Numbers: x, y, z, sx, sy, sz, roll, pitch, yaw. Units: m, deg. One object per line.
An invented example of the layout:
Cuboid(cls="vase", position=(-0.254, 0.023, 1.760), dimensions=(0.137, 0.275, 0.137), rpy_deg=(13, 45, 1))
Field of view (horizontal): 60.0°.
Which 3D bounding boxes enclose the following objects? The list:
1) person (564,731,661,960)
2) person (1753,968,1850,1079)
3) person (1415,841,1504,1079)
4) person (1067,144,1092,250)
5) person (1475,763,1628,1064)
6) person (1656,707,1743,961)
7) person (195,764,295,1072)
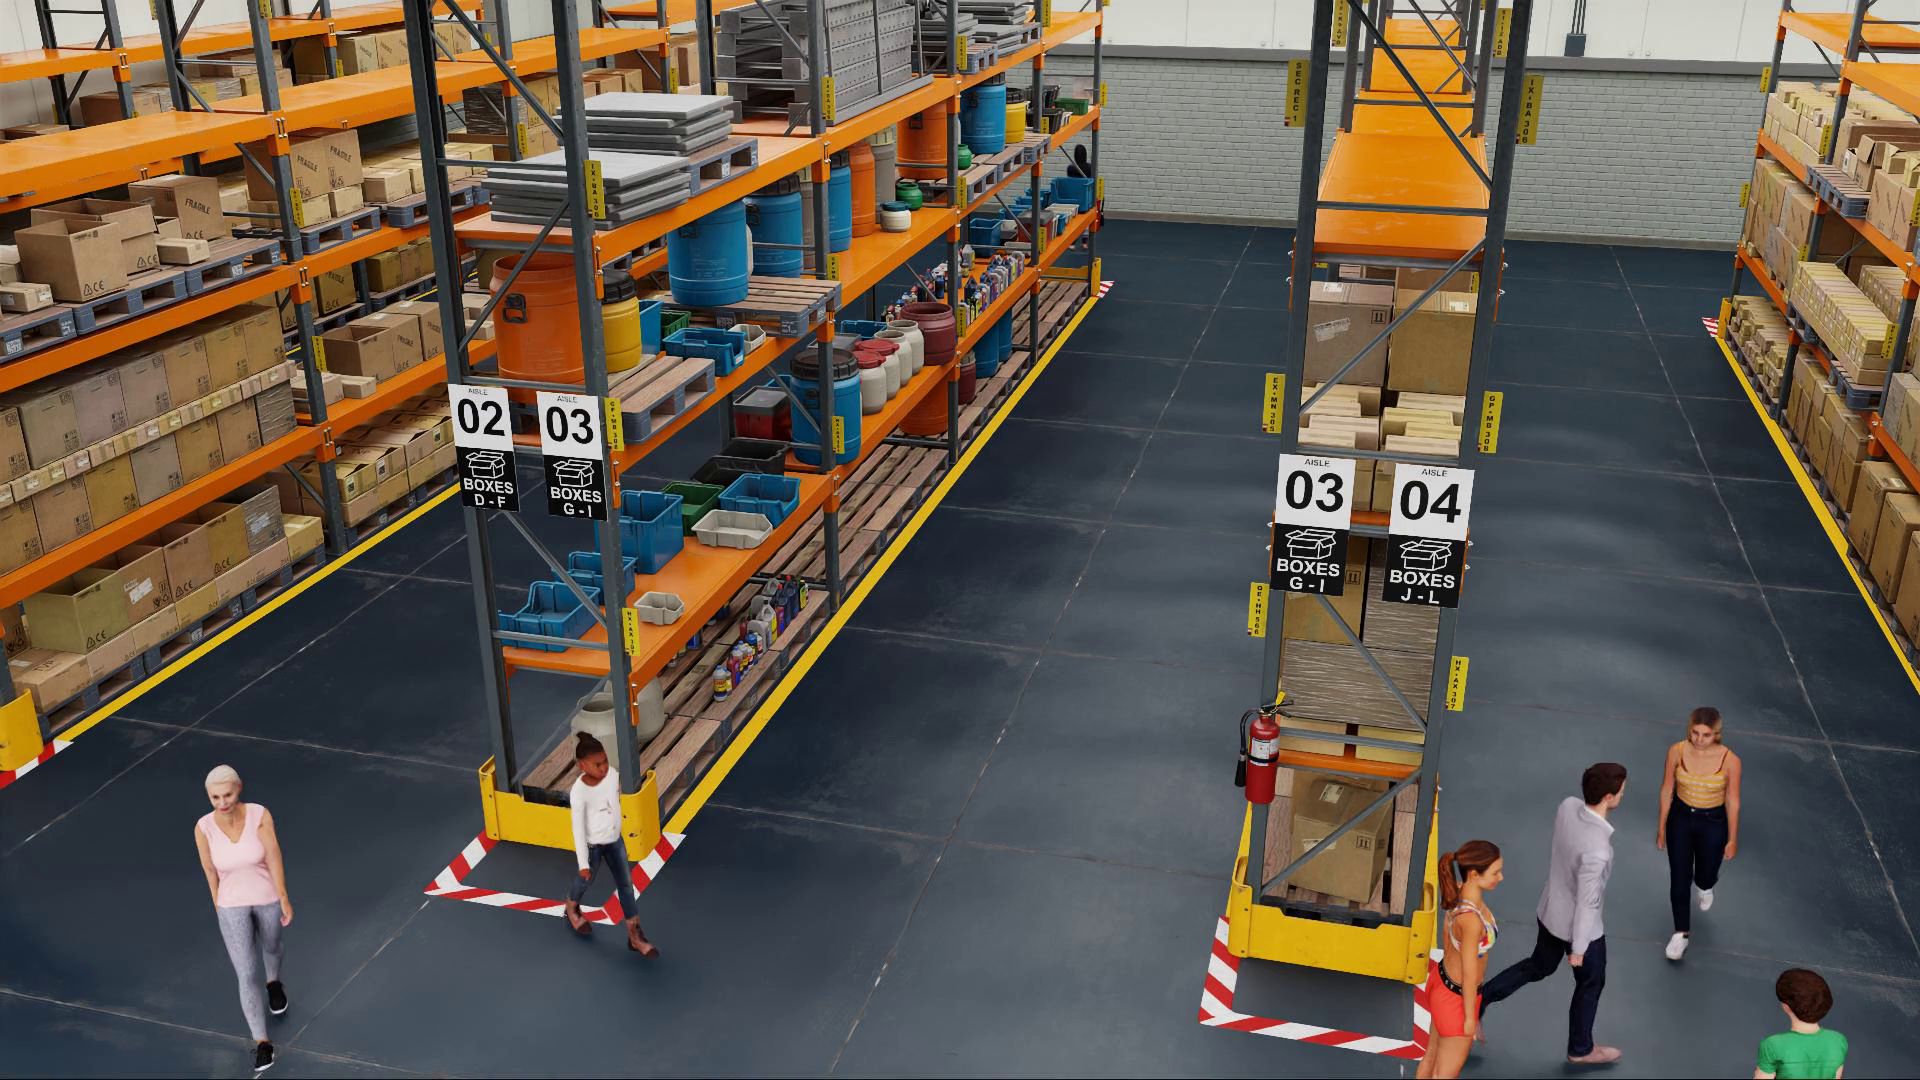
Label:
Cuboid(cls="person", position=(-2.193, 1.785, 9.889), dimensions=(0.866, 1.422, 1.012), rpy_deg=(16, 27, 34))
Cuboid(cls="person", position=(3.732, 2.688, 7.396), dimensions=(0.741, 1.639, 0.928), rpy_deg=(1, 22, 2))
Cuboid(cls="person", position=(2.444, 2.266, 8.230), dimensions=(0.673, 1.789, 0.507), rpy_deg=(2, 22, 5))
Cuboid(cls="person", position=(2.002, -5.785, 27.989), dimensions=(0.684, 1.733, 0.674), rpy_deg=(-5, 23, -11))
Cuboid(cls="person", position=(3.145, 2.006, 8.830), dimensions=(0.987, 1.816, 1.161), rpy_deg=(-1, 22, -4))
Cuboid(cls="person", position=(4.387, 1.684, 9.887), dimensions=(0.797, 1.611, 0.968), rpy_deg=(12, 25, 27))
Cuboid(cls="person", position=(-3.886, 1.958, 9.130), dimensions=(1.018, 1.679, 1.132), rpy_deg=(-10, 24, -23))
